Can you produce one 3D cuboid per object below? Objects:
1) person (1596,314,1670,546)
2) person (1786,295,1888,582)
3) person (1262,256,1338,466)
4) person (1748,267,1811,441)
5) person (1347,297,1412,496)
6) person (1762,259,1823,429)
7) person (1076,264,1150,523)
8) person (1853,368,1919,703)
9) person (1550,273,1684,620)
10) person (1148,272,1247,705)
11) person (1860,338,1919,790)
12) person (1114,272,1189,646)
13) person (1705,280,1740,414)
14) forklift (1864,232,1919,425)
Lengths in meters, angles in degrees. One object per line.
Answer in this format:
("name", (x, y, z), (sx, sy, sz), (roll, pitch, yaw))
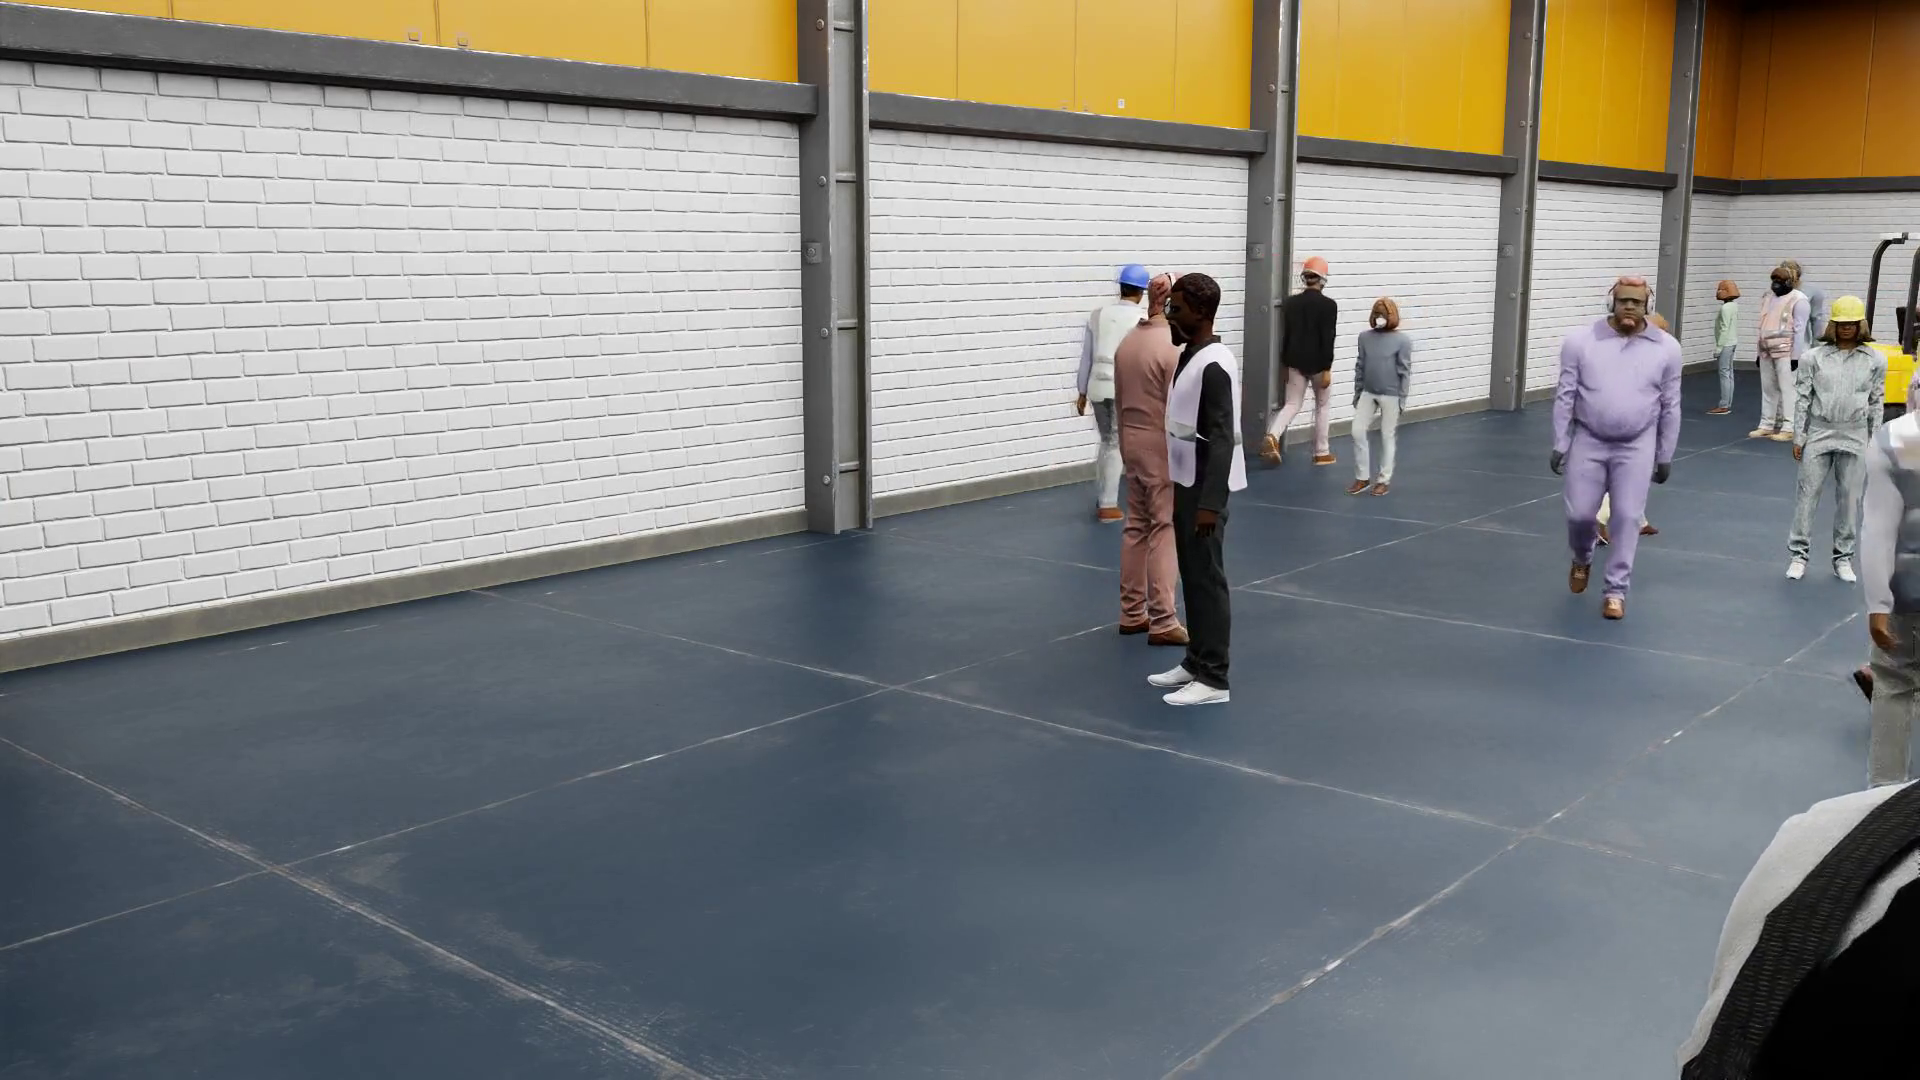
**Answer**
("person", (4.613, -0.766, 11.462), (0.862, 1.586, 0.511), (-5, 11, -29))
("person", (5.336, -0.609, 10.118), (0.493, 1.742, 0.322), (4, 11, 19))
("person", (3.177, -1.638, 15.387), (0.898, 1.964, 0.613), (-9, 13, -42))
("person", (8.675, -1.967, 17.625), (0.431, 1.832, 0.620), (-3, 10, -16))
("person", (3.401, -1.160, 13.569), (0.533, 1.618, 0.461), (9, 13, 42))
("person", (9.416, -2.225, 18.870), (0.649, 1.907, 0.641), (7, 12, 33))
("person", (1.201, -1.086, 12.371), (0.609, 1.906, 0.647), (7, 12, 35))
("person", (4.253, -0.142, 7.112), (0.889, 1.877, 0.655), (-2, 10, -12))
("person", (3.634, -0.528, 9.234), (0.670, 1.890, 0.578), (3, 11, 19))
("person", (1.076, -0.225, 7.430), (0.375, 1.917, 0.599), (-1, 10, -4))
("person", (3.308, 0.162, 5.547), (0.580, 1.812, 0.766), (2, 10, 14))
("person", (1.050, -0.416, 8.555), (0.402, 1.906, 0.652), (-4, 11, -23))
("person", (9.368, -2.358, 20.393), (0.278, 1.632, 0.498), (8, 12, 37))
("forklift", (9.955, -1.972, 16.595), (2.313, 2.155, 1.214), (1, 10, 8))
